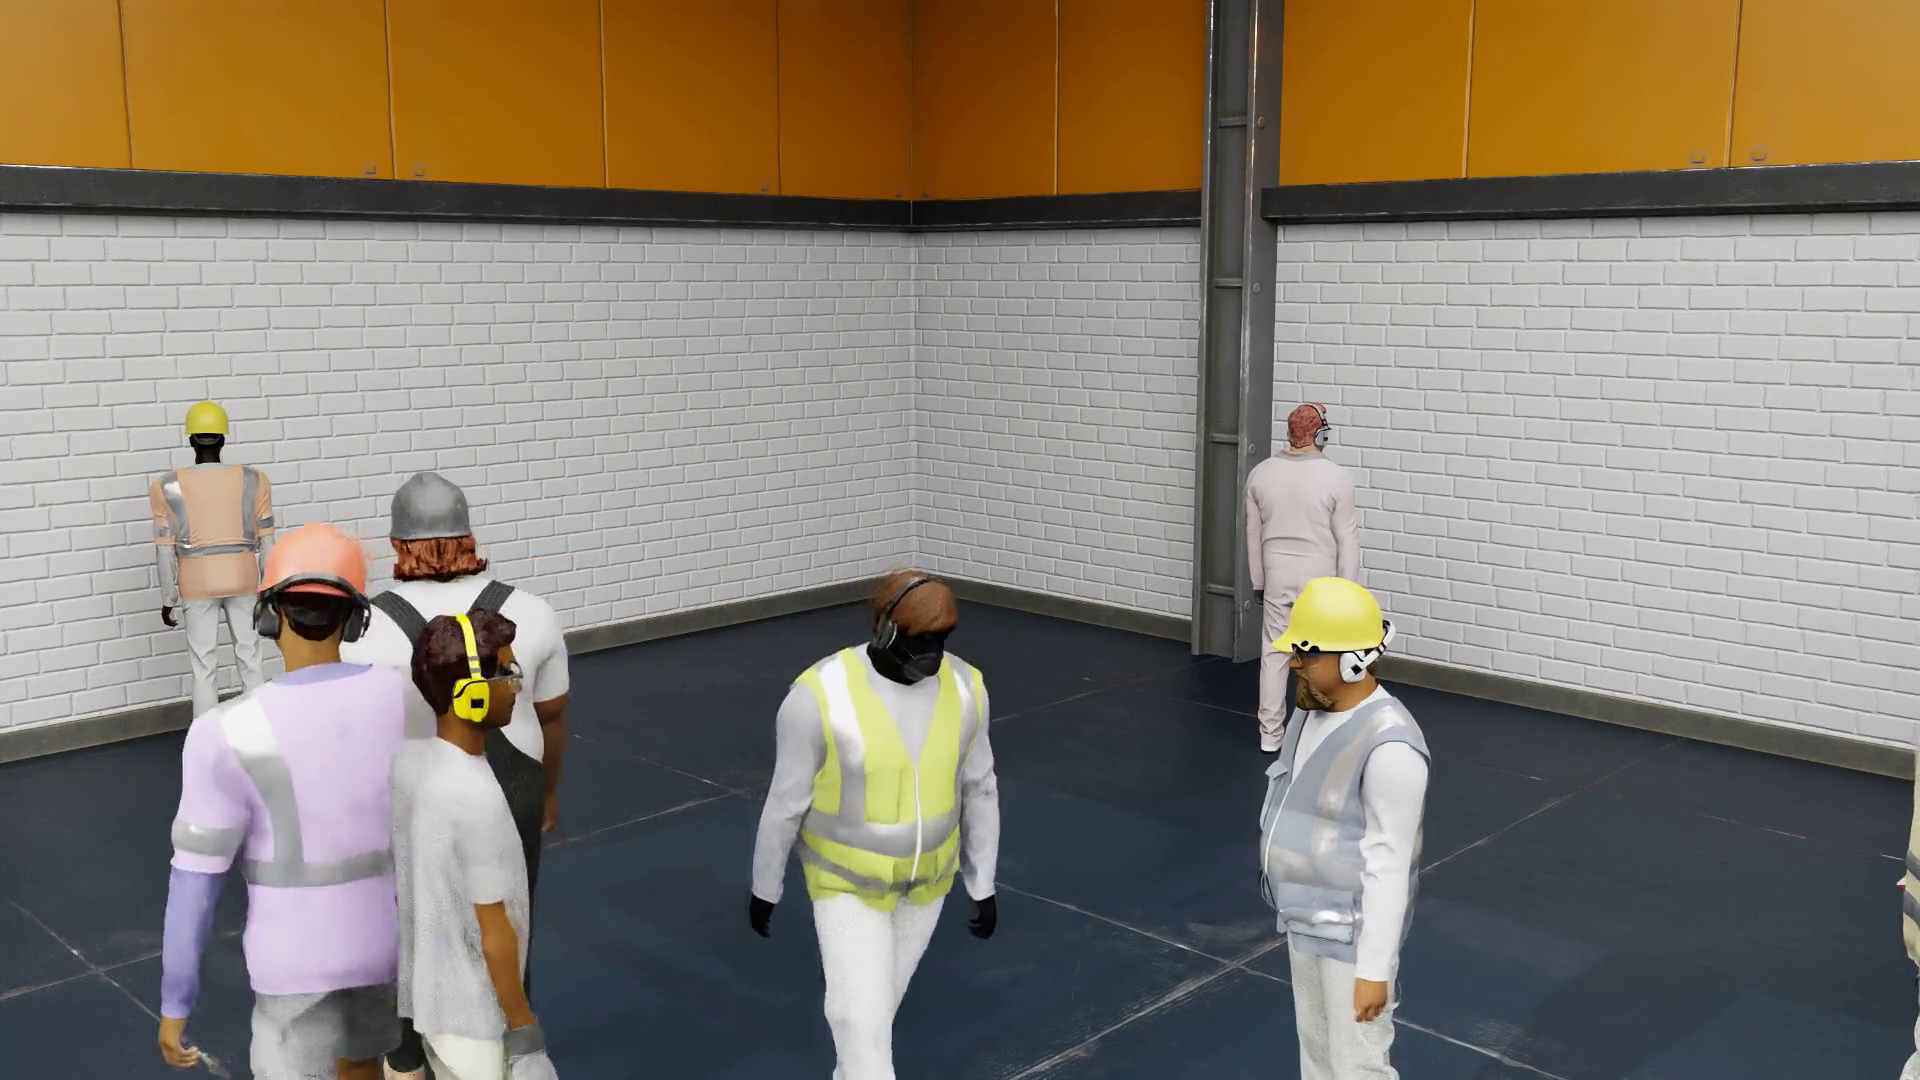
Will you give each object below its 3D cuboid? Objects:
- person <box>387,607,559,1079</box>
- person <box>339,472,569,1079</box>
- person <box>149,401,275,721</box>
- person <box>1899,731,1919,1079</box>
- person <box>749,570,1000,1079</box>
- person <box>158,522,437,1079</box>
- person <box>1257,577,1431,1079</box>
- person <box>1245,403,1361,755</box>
[{"bbox_3d":[-1.097,1.079,3.769,0.335,1.862,0.524,-7,12,-37],"label":"person"},{"bbox_3d":[-1.548,0.771,5.086,0.691,2.000,0.852,-3,10,-20],"label":"person"},{"bbox_3d":[-3.879,0.239,8.693,0.587,1.927,0.369,-6,11,-31],"label":"person"},{"bbox_3d":[2.563,1.032,4.116,0.403,1.835,0.586,2,9,12],"label":"person"},{"bbox_3d":[-0.182,0.978,4.596,0.685,1.786,0.922,-5,11,-29],"label":"person"},{"bbox_3d":[-1.503,0.974,3.912,0.741,2.013,0.503,-9,13,-43],"label":"person"},{"bbox_3d":[0.983,0.996,4.373,0.403,1.826,0.590,-2,9,-11],"label":"person"},{"bbox_3d":[1.833,0.226,8.835,0.642,1.909,0.410,7,12,38],"label":"person"}]
